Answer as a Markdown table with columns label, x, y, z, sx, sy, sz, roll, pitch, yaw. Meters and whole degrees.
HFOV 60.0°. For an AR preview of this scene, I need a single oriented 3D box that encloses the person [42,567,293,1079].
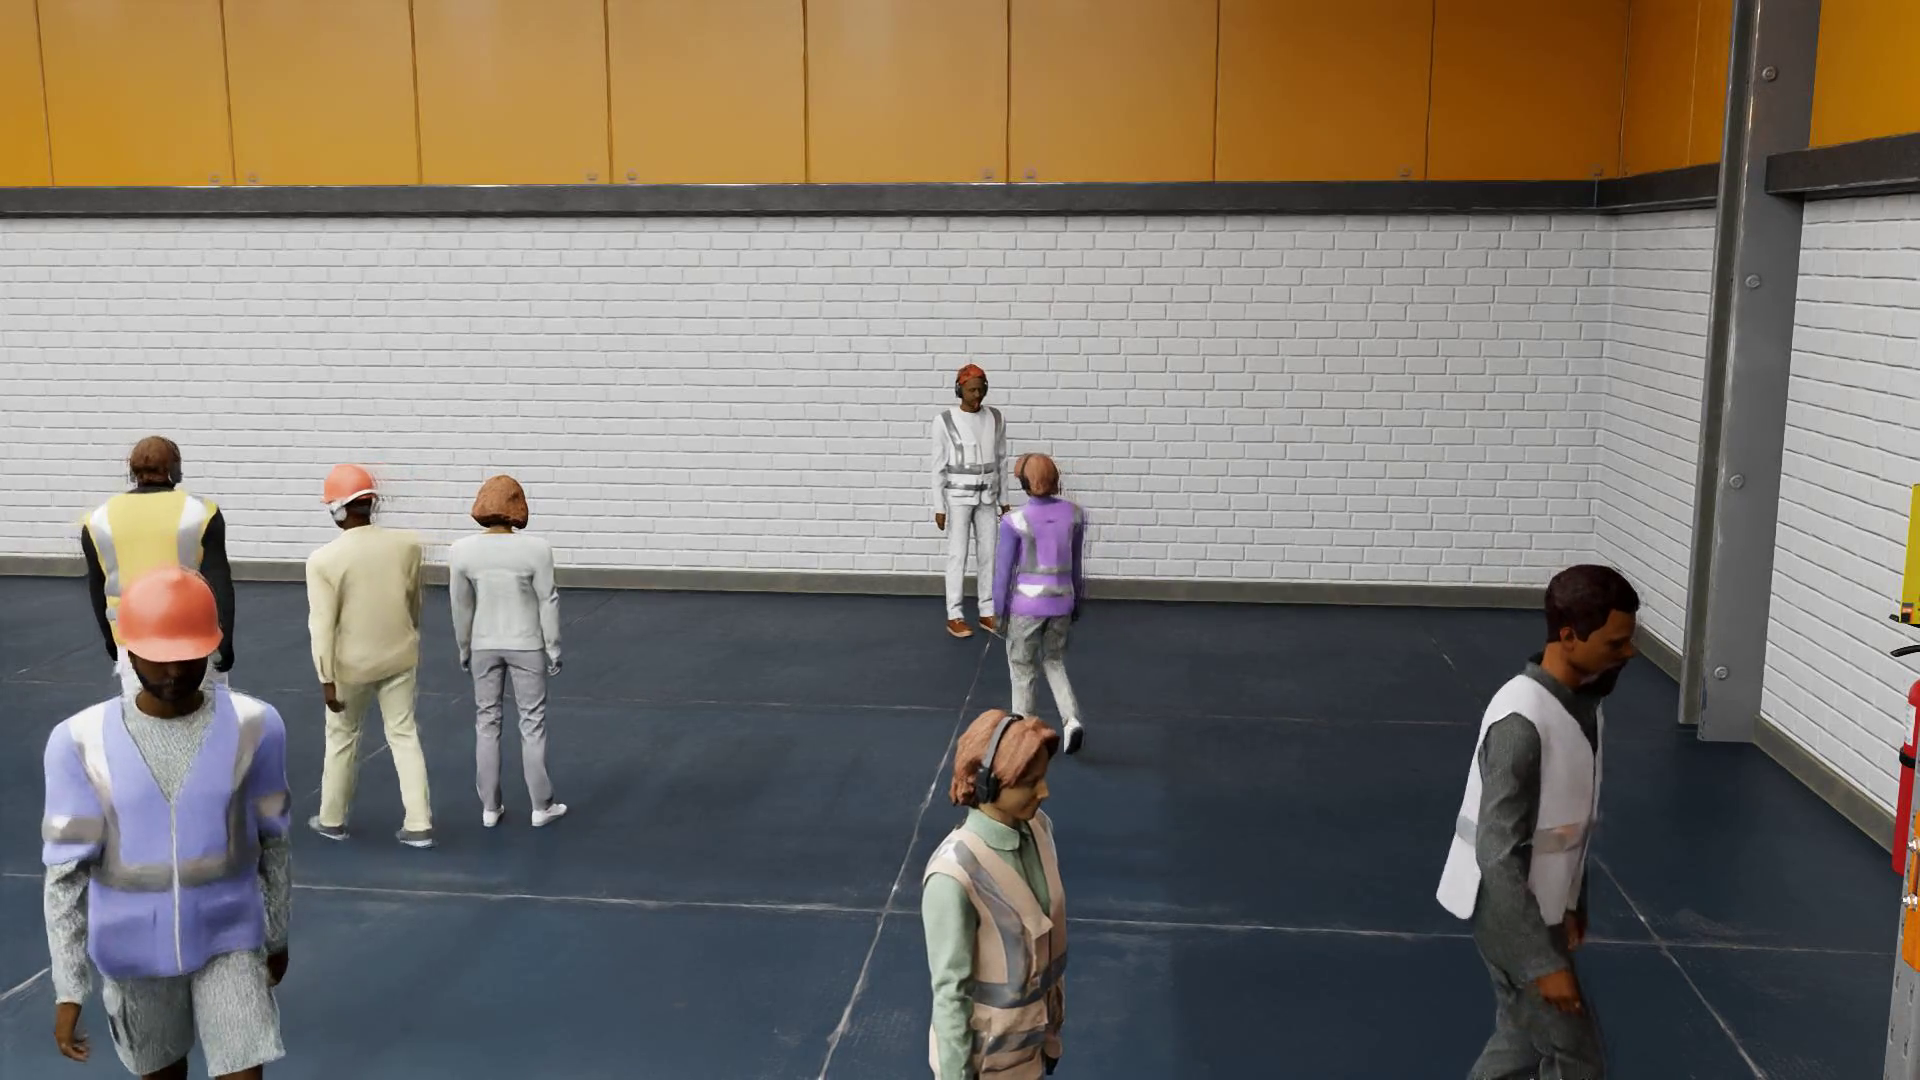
| label | x | y | z | sx | sy | sz | roll | pitch | yaw |
| --- | --- | --- | --- | --- | --- | --- | --- | --- | --- |
| person | -1.877 | 1.014 | 4.021 | 0.557 | 1.886 | 0.950 | -5 | 11 | -25 |

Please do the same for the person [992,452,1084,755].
| label | x | y | z | sx | sy | sz | roll | pitch | yaw |
| --- | --- | --- | --- | --- | --- | --- | --- | --- | --- |
| person | 0.409 | 0.355 | 8.540 | 0.537 | 1.623 | 0.435 | -6 | 11 | -29 |

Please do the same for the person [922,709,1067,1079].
| label | x | y | z | sx | sy | sz | roll | pitch | yaw |
| --- | --- | --- | --- | --- | --- | --- | --- | --- | --- |
| person | 0.082 | 1.183 | 3.789 | 0.305 | 1.638 | 0.522 | 5 | 11 | 26 |

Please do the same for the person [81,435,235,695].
| label | x | y | z | sx | sy | sz | roll | pitch | yaw |
| --- | --- | --- | --- | --- | --- | --- | --- | --- | --- |
| person | -3.630 | 0.418 | 7.666 | 0.652 | 1.803 | 0.858 | -2 | 10 | -9 |

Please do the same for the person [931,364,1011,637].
| label | x | y | z | sx | sy | sz | roll | pitch | yaw |
| --- | --- | --- | --- | --- | --- | --- | --- | --- | --- |
| person | 0.076 | -0.269 | 11.429 | 0.587 | 1.877 | 0.358 | -6 | 11 | -29 |

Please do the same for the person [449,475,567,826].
| label | x | y | z | sx | sy | sz | roll | pitch | yaw |
| --- | --- | --- | --- | --- | --- | --- | --- | --- | --- |
| person | -2.073 | 0.512 | 7.642 | 0.497 | 1.633 | 0.279 | 1 | 10 | 4 |

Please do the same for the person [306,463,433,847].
| label | x | y | z | sx | sy | sz | roll | pitch | yaw |
| --- | --- | --- | --- | --- | --- | --- | --- | --- | --- |
| person | -2.637 | 0.511 | 7.394 | 0.706 | 1.719 | 0.578 | 9 | 13 | 42 |

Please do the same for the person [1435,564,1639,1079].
| label | x | y | z | sx | sy | sz | roll | pitch | yaw |
| --- | --- | --- | --- | --- | --- | --- | --- | --- | --- |
| person | 1.546 | 0.980 | 4.279 | 0.665 | 1.881 | 0.651 | 6 | 11 | 30 |
